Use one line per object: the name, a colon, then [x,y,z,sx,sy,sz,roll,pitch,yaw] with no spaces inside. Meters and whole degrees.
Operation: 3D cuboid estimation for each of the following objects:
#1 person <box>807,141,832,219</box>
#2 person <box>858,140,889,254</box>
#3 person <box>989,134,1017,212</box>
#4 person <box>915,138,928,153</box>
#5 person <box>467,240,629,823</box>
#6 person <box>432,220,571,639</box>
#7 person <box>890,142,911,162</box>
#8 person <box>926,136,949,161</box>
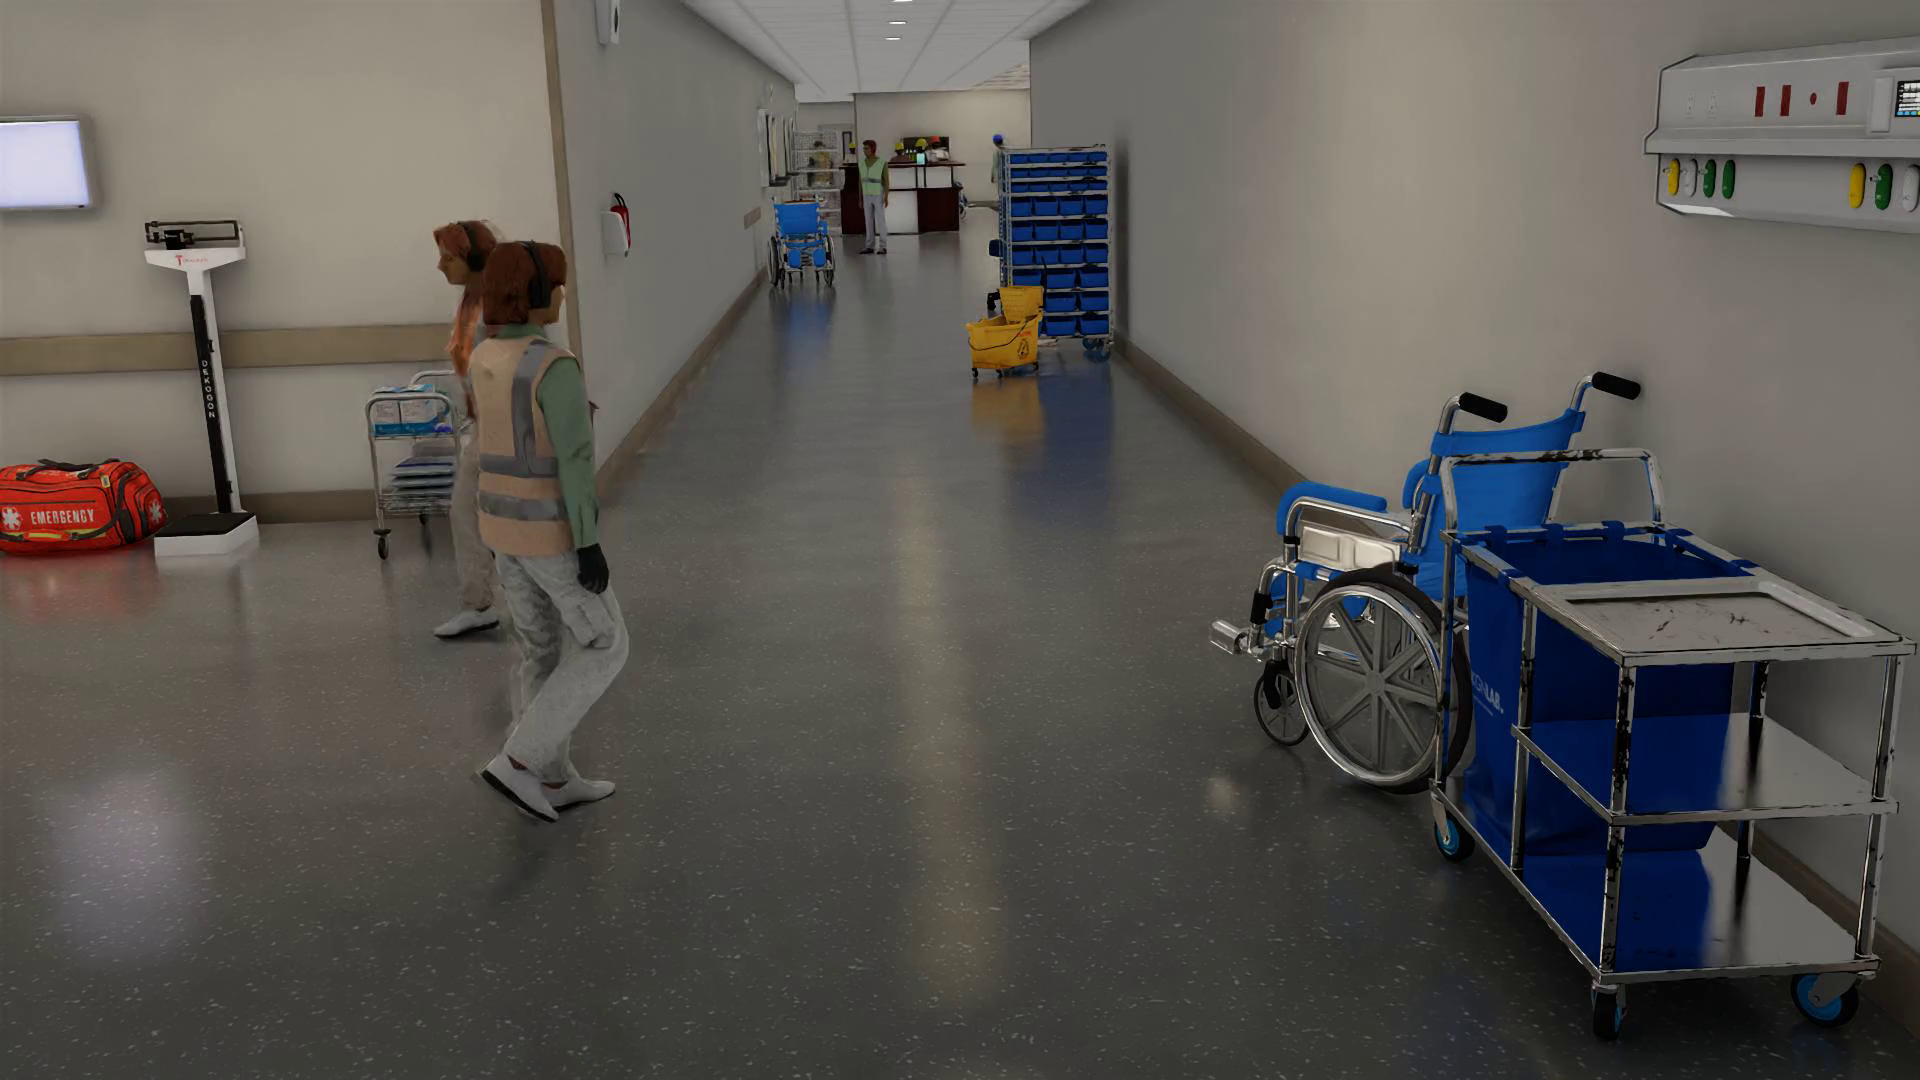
person: [-3.339,-8.544,39.532,0.656,1.829,0.449,-13,18,-40]
person: [-1.397,-5.601,27.188,0.565,1.838,0.387,6,16,30]
person: [1.060,-8.911,40.453,1.058,1.857,0.616,11,19,43]
person: [-0.864,-8.568,39.365,0.403,1.827,0.591,-3,14,-7]
person: [-1.156,0.001,4.567,0.398,1.622,0.540,-14,18,-41]
person: [-1.778,-0.390,6.300,0.682,1.606,0.522,-12,17,-37]
person: [-1.373,-8.330,38.579,0.518,1.757,0.338,2,14,17]
person: [-0.513,-8.340,38.300,0.562,1.880,1.027,-6,14,-17]
